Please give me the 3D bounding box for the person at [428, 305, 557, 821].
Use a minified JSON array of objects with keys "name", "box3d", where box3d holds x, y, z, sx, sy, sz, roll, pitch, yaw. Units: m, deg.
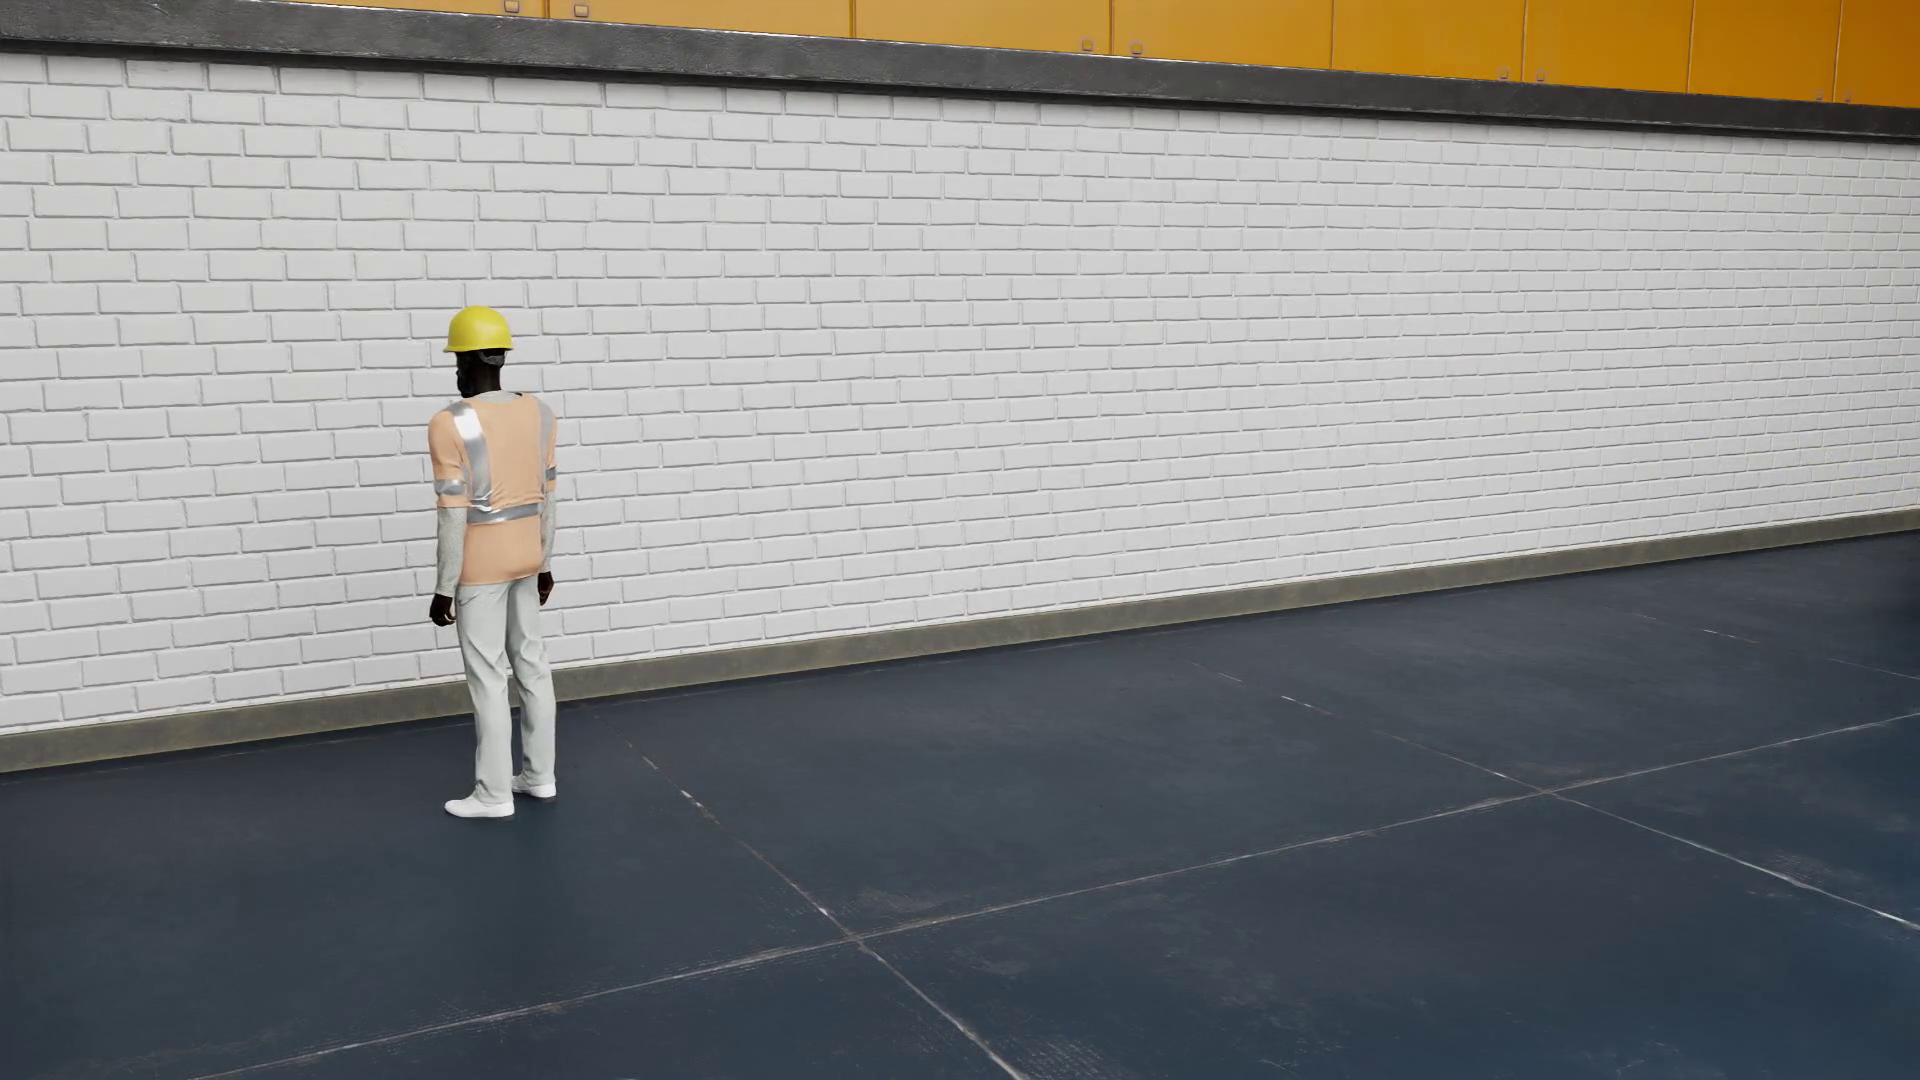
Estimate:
[{"name":"person","box3d":[-1.758,0.090,6.249,0.368,1.925,0.594,5,11,29]}]
